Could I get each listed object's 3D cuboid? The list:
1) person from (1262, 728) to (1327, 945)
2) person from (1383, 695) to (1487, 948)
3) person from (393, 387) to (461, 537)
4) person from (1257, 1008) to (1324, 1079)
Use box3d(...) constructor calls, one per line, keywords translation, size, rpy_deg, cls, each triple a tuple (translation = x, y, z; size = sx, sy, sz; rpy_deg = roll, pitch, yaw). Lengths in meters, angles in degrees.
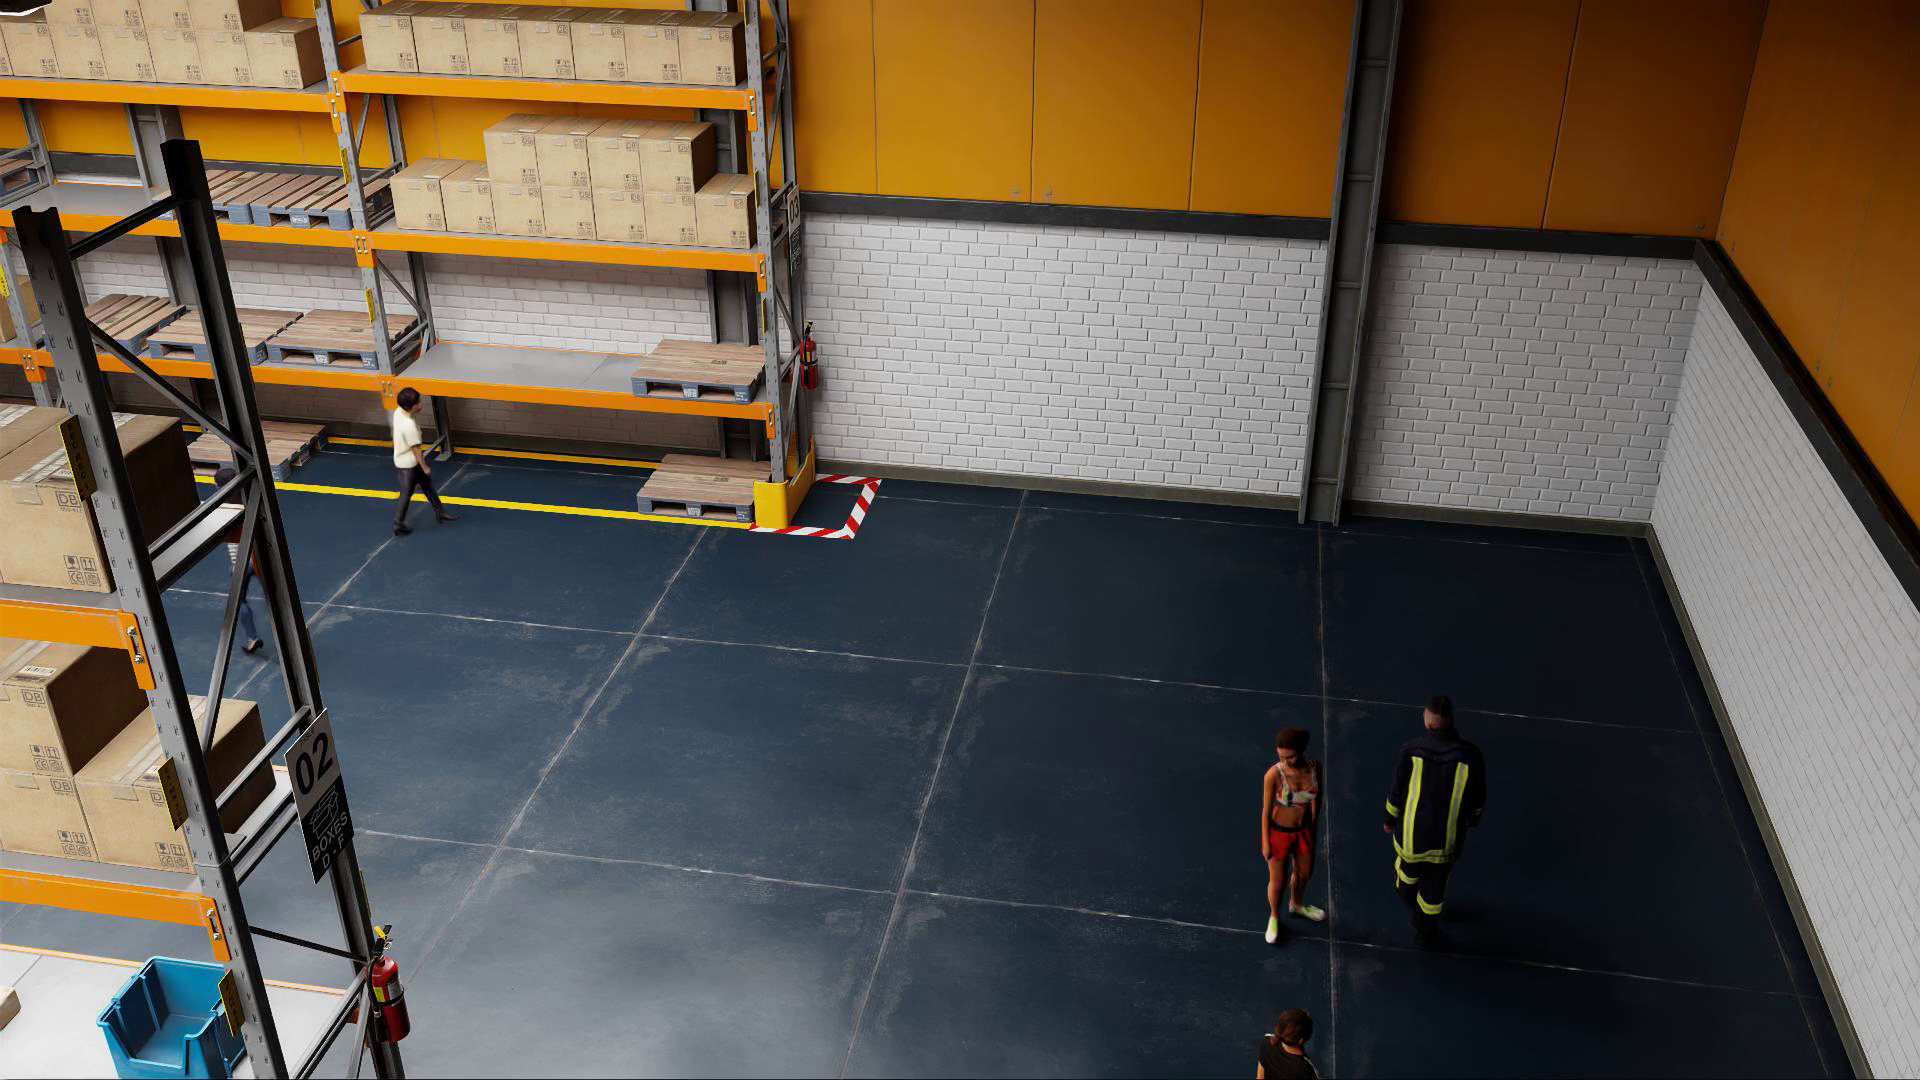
box3d(translation=(2.194, 1.915, 10.994), size=(0.758, 1.752, 0.913), rpy_deg=(-15, 32, -25), cls="person")
box3d(translation=(3.092, 1.883, 10.954), size=(0.867, 1.846, 0.874), rpy_deg=(7, 29, 13), cls="person")
box3d(translation=(-5.387, -0.746, 16.083), size=(0.987, 1.550, 0.868), rpy_deg=(-16, 32, -27), cls="person")
box3d(translation=(1.721, 3.129, 8.857), size=(0.727, 1.667, 0.662), rpy_deg=(-20, 34, -32), cls="person")
